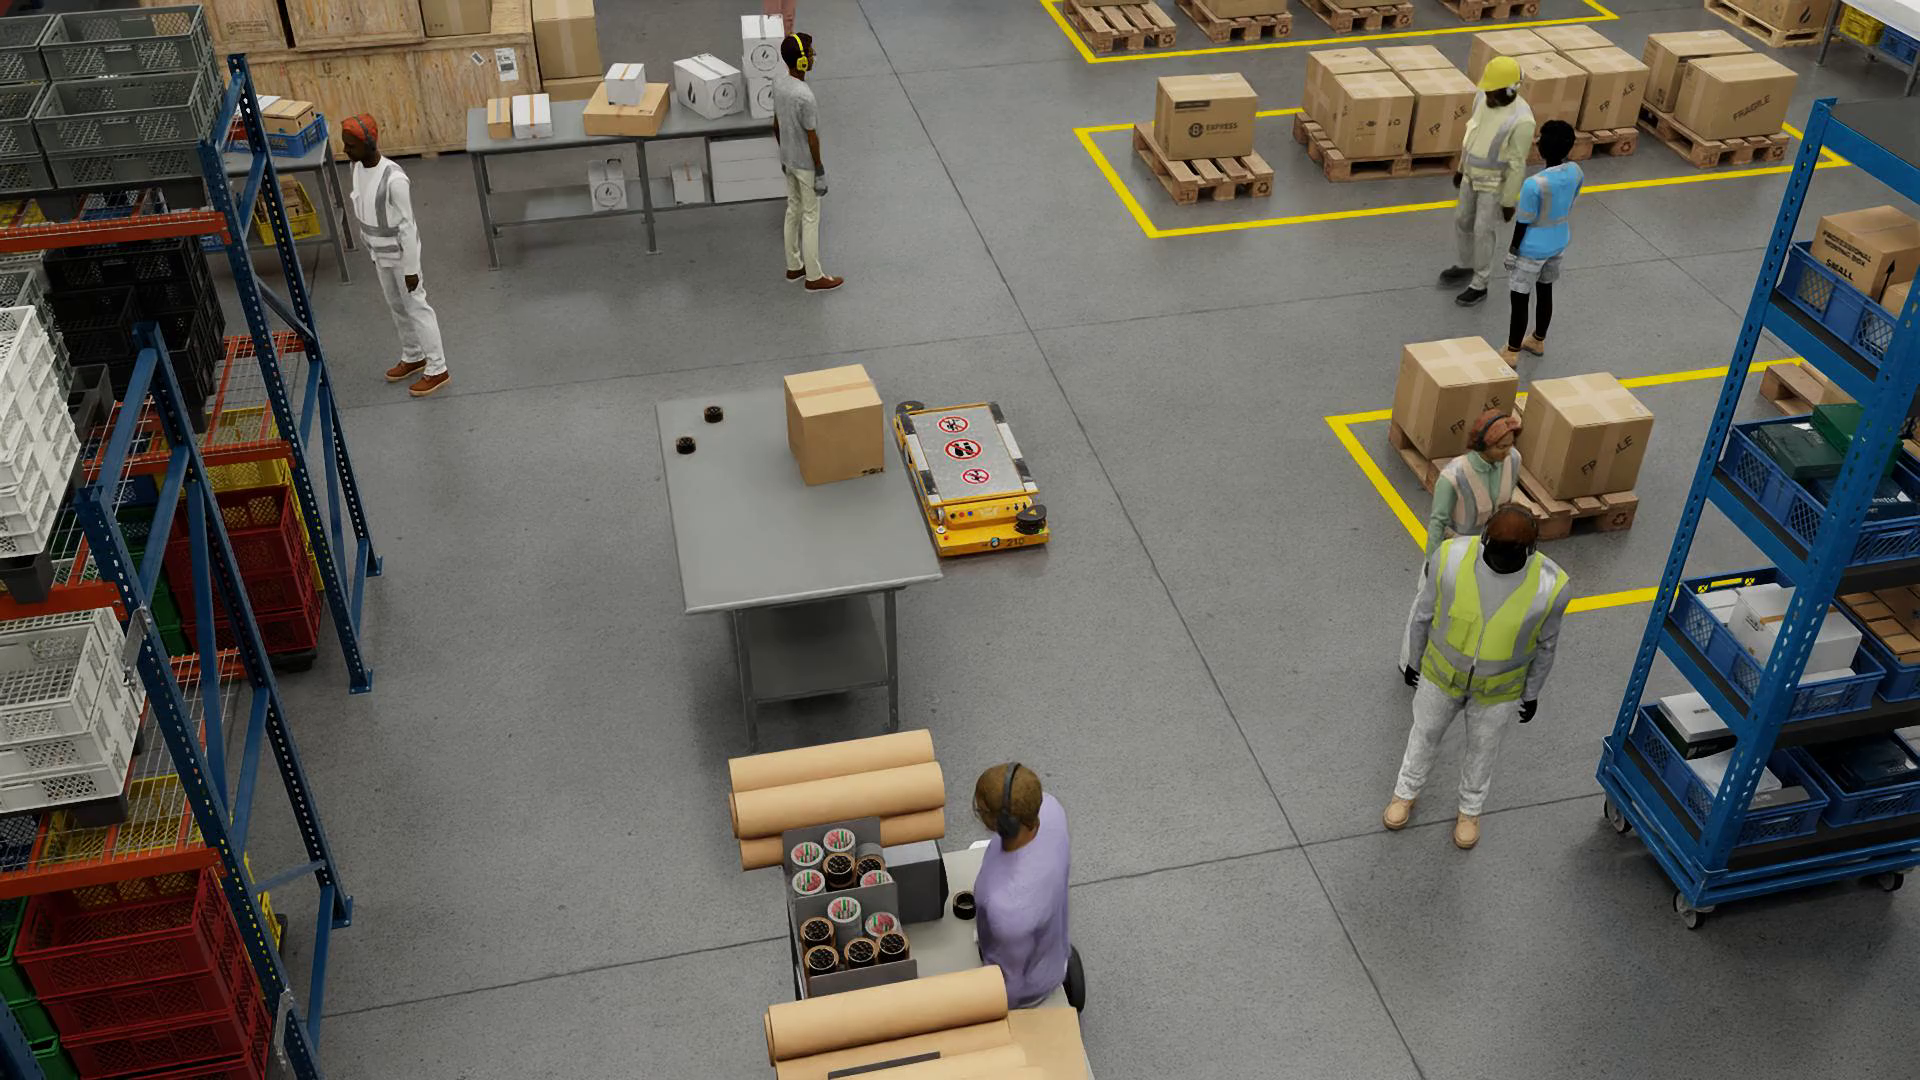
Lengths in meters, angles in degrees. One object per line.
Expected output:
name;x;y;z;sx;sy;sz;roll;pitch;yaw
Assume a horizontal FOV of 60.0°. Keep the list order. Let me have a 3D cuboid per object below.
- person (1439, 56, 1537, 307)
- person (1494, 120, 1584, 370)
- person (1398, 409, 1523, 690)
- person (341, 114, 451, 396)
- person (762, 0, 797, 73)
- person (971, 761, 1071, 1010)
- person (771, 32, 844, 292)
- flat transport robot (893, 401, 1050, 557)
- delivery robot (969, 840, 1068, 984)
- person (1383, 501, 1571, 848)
person;3.704;-2.518;11.638;0.478;1.805;0.634;-12;38;-16
person;3.808;-1.942;10.962;0.534;1.691;0.322;-24;43;-28
person;2.520;0.046;8.339;0.516;1.631;0.317;-18;40;-23
person;-3.635;-1.825;10.651;0.566;1.880;0.357;29;46;33
person;-1.608;-4.681;14.474;0.400;1.900;0.648;1;37;2
person;0.214;1.546;6.079;0.371;1.931;0.626;8;37;11
person;-1.108;-2.670;11.790;0.329;1.871;0.514;-26;44;-30
flat transport robot;0.046;-0.430;10.108;0.652;0.197;1.431;-8;37;-10
delivery robot;0.233;1.591;7.081;0.477;0.478;0.707;-5;37;-7
person;2.287;0.605;7.412;0.622;1.845;0.429;15;39;19
